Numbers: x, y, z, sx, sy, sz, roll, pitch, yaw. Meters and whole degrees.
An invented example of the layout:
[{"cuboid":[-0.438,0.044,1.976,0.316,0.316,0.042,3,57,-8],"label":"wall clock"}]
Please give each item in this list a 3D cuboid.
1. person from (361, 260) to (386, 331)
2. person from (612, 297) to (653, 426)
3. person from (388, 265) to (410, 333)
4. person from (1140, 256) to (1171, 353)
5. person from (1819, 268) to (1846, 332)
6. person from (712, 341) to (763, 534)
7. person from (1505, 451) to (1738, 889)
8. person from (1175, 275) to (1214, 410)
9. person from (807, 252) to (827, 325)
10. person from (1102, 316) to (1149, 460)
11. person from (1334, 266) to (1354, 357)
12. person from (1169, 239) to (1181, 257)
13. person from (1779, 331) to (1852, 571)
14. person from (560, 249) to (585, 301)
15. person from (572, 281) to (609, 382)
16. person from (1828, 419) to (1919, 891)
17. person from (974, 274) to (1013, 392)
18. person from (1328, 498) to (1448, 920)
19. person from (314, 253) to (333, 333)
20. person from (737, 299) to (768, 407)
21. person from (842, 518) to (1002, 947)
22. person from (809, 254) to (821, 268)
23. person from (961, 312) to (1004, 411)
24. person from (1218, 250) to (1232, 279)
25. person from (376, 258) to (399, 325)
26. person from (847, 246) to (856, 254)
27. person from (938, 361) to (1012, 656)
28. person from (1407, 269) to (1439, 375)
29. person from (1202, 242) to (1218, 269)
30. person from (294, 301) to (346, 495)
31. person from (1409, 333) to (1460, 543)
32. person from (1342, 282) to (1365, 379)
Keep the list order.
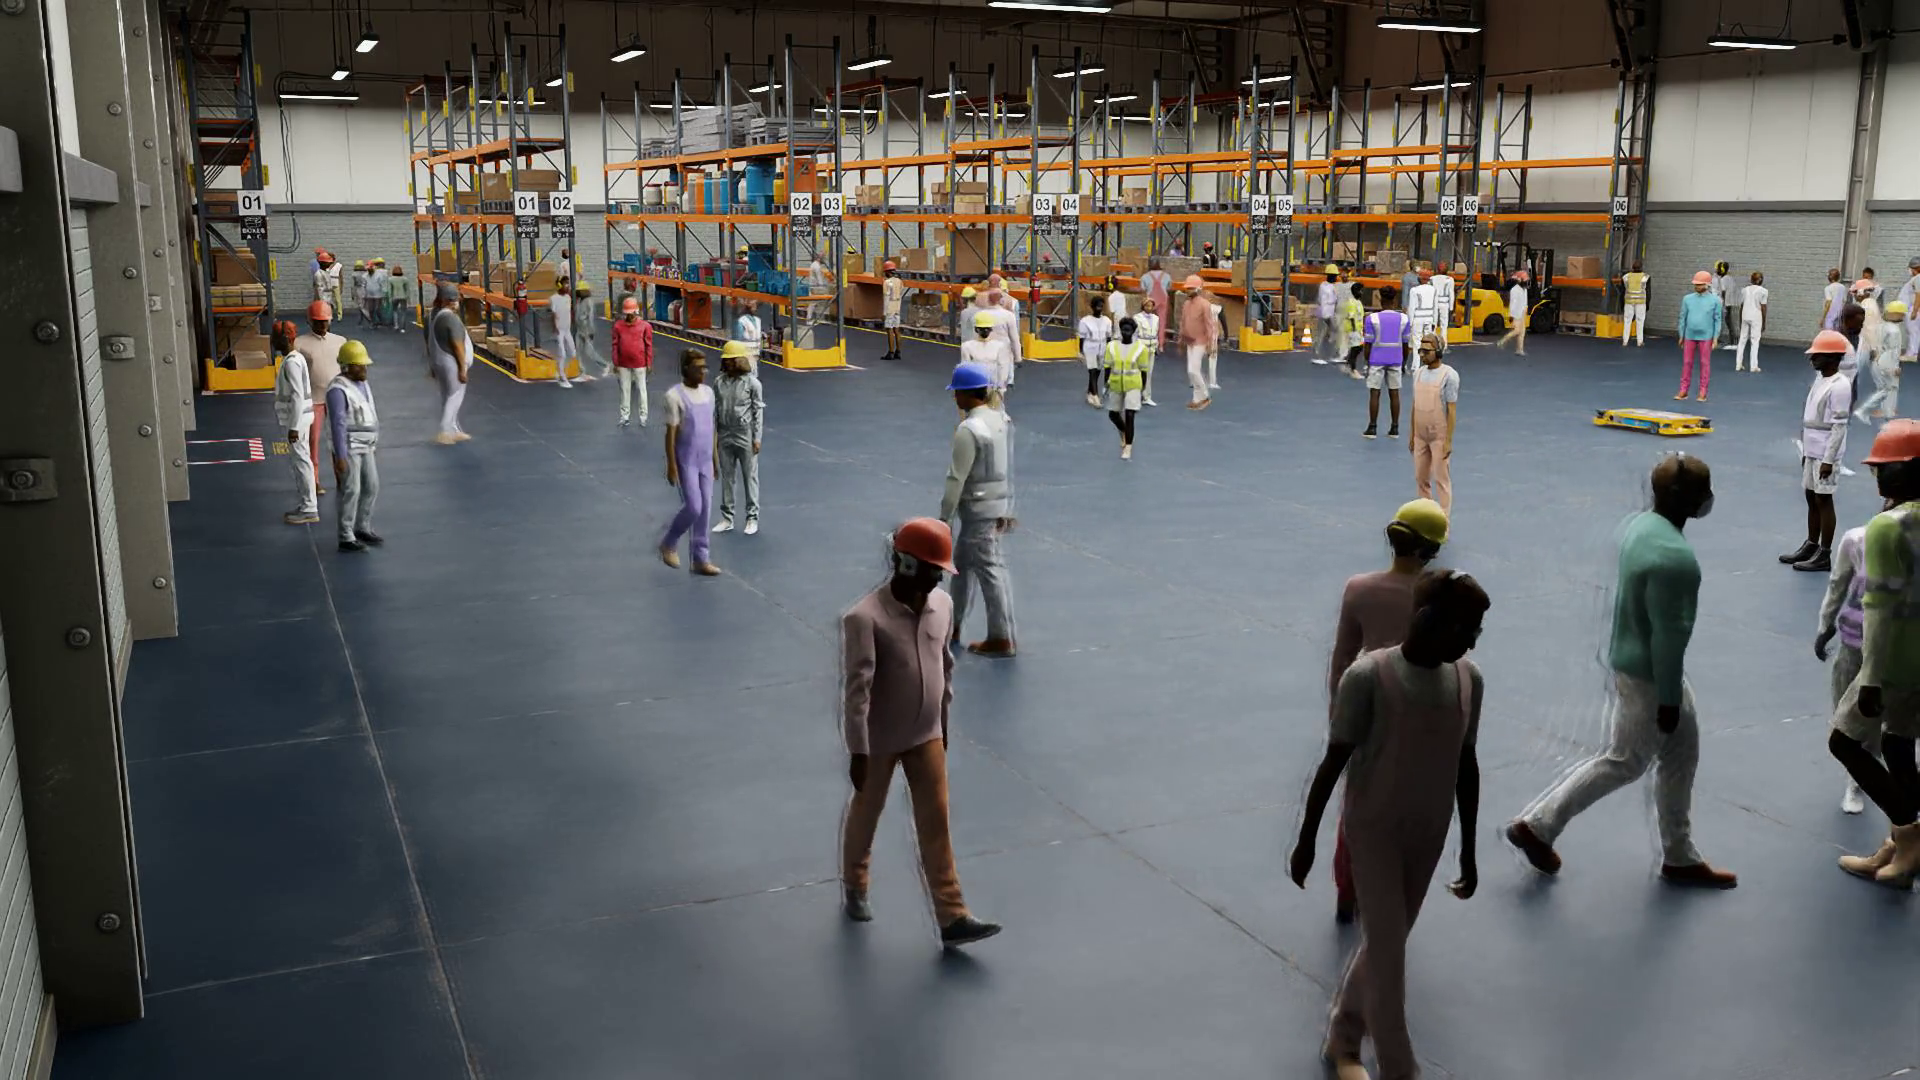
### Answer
[{"cuboid":[-14.372,-5.984,40.715,0.587,1.733,0.403,1,11,7],"label":"person"},{"cuboid":[-4.442,-2.407,22.515,0.560,1.743,0.334,1,11,4],"label":"person"},{"cuboid":[-13.534,-5.809,40.149,0.502,1.618,0.489,-4,12,-20],"label":"person"},{"cuboid":[4.037,-4.935,34.610,0.686,2.000,1.037,-1,11,-7],"label":"person"},{"cuboid":[16.356,-4.166,31.206,0.517,1.841,0.324,-6,12,-26],"label":"person"},{"cuboid":[-2.012,-0.919,14.958,0.483,1.745,0.305,4,12,20],"label":"person"},{"cuboid":[2.843,0.558,7.062,0.918,1.910,0.643,3,12,15],"label":"person"},{"cuboid":[3.434,-2.863,24.256,0.464,1.979,0.615,-4,12,-22],"label":"person"},{"cuboid":[-3.714,-6.459,42.806,0.506,1.876,0.652,-1,11,-7],"label":"person"},{"cuboid":[1.966,-1.807,19.616,0.543,1.680,0.593,4,12,21],"label":"person"},{"cuboid":[7.651,-4.544,33.170,0.531,1.836,0.921,6,13,27],"label":"person"},{"cuboid":[7.454,-9.278,56.779,0.646,2.004,0.577,3,12,15],"label":"person"},{"cuboid":[6.932,-0.713,13.418,0.359,1.938,0.545,2,11,8],"label":"person"},{"cuboid":[-9.892,-6.457,42.490,0.610,1.985,0.393,-3,12,-17],"label":"person"},{"cuboid":[-6.377,-3.576,28.522,0.503,1.717,0.598,10,15,41],"label":"person"},{"cuboid":[3.952,0.506,7.020,0.673,2.019,0.524,-7,13,-31],"label":"person"},{"cuboid":[0.540,-3.327,26.835,0.644,1.897,0.398,1,11,4],"label":"person"},{"cuboid":[1.755,0.701,6.745,0.631,1.732,0.479,9,14,38],"label":"person"},{"cuboid":[-13.516,-5.096,35.467,0.400,2.036,0.600,-1,11,-4],"label":"person"},{"cuboid":[-3.195,-2.791,24.825,0.707,1.615,0.512,6,12,26],"label":"person"},{"cuboid":[-0.207,0.759,6.575,0.614,1.684,0.892,-8,14,-36],"label":"person"},{"cuboid":[-4.486,-7.987,51.179,0.418,1.628,0.554,11,15,44],"label":"person"},{"cuboid":[0.261,-1.690,18.819,0.526,1.769,0.329,-4,12,-21],"label":"person"},{"cuboid":[8.017,-7.845,50.093,0.525,1.772,0.305,-5,12,-23],"label":"person"},{"cuboid":[-14.838,-6.394,42.847,0.592,1.709,0.678,6,13,28],"label":"person"},{"cuboid":[-3.181,-7.593,48.412,0.374,1.923,0.594,-5,12,-22],"label":"person"},{"cuboid":[-0.007,-0.197,10.848,0.849,1.914,0.630,4,12,18],"label":"person"},{"cuboid":[8.230,-3.877,29.633,0.581,1.884,0.351,-4,12,-19],"label":"person"},{"cuboid":[7.185,-7.606,48.206,0.392,2.033,0.605,9,15,40],"label":"person"},{"cuboid":[-6.539,-1.463,17.114,0.617,1.986,0.408,-10,15,-42],"label":"person"},{"cuboid":[4.147,-0.901,14.636,0.339,1.838,0.505,-7,13,-31],"label":"person"},{"cuboid":[6.883,-3.635,28.899,0.386,1.696,0.541,6,13,27],"label":"person"}]
